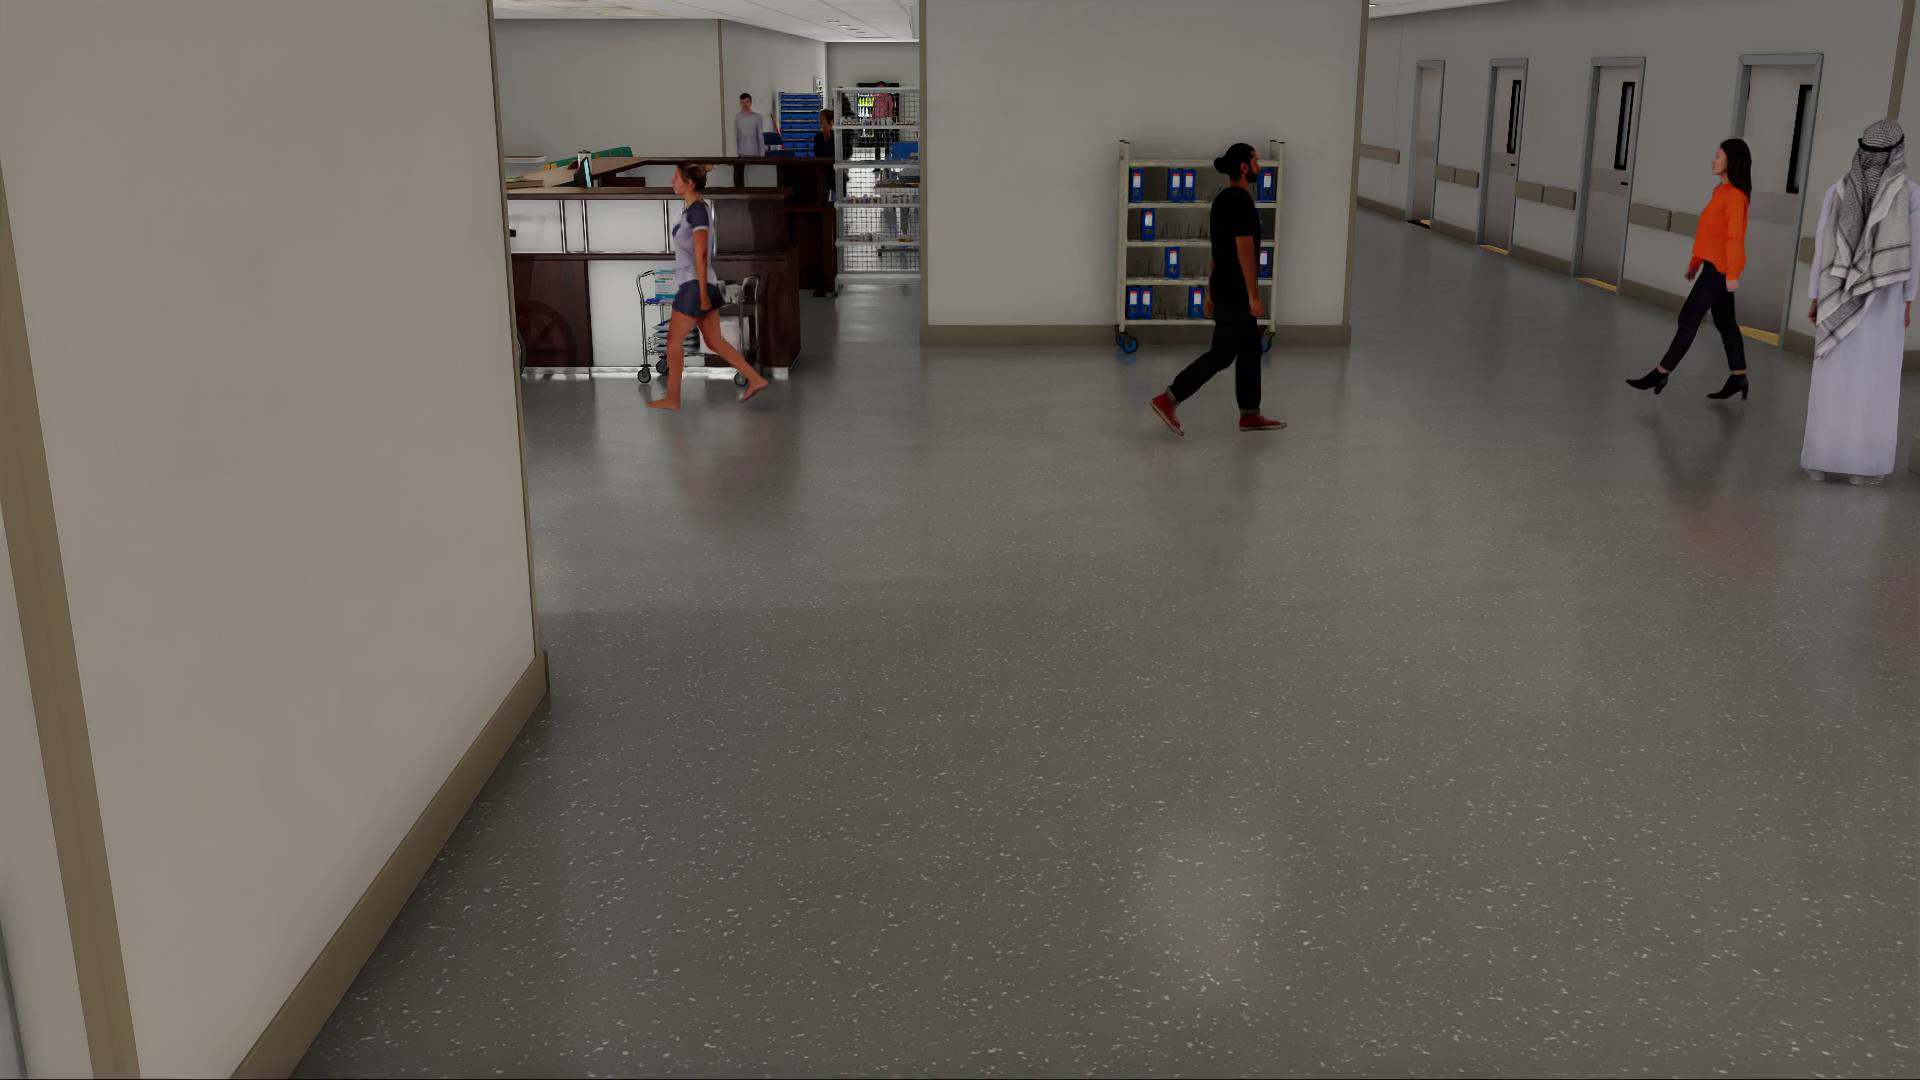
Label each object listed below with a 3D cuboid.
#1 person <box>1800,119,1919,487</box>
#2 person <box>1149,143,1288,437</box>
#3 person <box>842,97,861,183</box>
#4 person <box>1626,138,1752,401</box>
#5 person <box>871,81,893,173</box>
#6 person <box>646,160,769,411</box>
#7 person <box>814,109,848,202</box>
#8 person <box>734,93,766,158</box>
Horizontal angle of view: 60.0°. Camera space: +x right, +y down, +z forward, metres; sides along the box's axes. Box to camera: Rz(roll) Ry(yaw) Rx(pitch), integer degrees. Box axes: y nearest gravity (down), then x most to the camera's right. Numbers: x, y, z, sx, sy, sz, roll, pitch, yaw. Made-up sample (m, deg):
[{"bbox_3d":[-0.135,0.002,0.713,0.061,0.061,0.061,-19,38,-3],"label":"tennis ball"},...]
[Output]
[{"bbox_3d":[4.822,-1.263,8.898,0.784,1.926,0.872,12,19,35],"label":"person"},{"bbox_3d":[1.554,-1.459,9.950,1.100,1.732,0.641,-1,16,-2],"label":"person"},{"bbox_3d":[-2.279,-7.902,32.929,0.626,1.663,0.799,2,16,7],"label":"person"},{"bbox_3d":[5.121,-1.750,11.008,1.086,1.717,0.804,4,16,15],"label":"person"},{"bbox_3d":[-1.706,-9.085,36.583,0.575,1.958,0.739,4,16,15],"label":"person"},{"bbox_3d":[-1.621,-1.622,10.782,0.989,1.593,0.553,0,16,0],"label":"person"},{"bbox_3d":[-1.723,-4.817,21.952,0.630,1.683,0.767,6,17,21],"label":"person"},{"bbox_3d":[-3.175,-5.850,25.350,0.960,1.826,0.764,2,16,8],"label":"person"}]
